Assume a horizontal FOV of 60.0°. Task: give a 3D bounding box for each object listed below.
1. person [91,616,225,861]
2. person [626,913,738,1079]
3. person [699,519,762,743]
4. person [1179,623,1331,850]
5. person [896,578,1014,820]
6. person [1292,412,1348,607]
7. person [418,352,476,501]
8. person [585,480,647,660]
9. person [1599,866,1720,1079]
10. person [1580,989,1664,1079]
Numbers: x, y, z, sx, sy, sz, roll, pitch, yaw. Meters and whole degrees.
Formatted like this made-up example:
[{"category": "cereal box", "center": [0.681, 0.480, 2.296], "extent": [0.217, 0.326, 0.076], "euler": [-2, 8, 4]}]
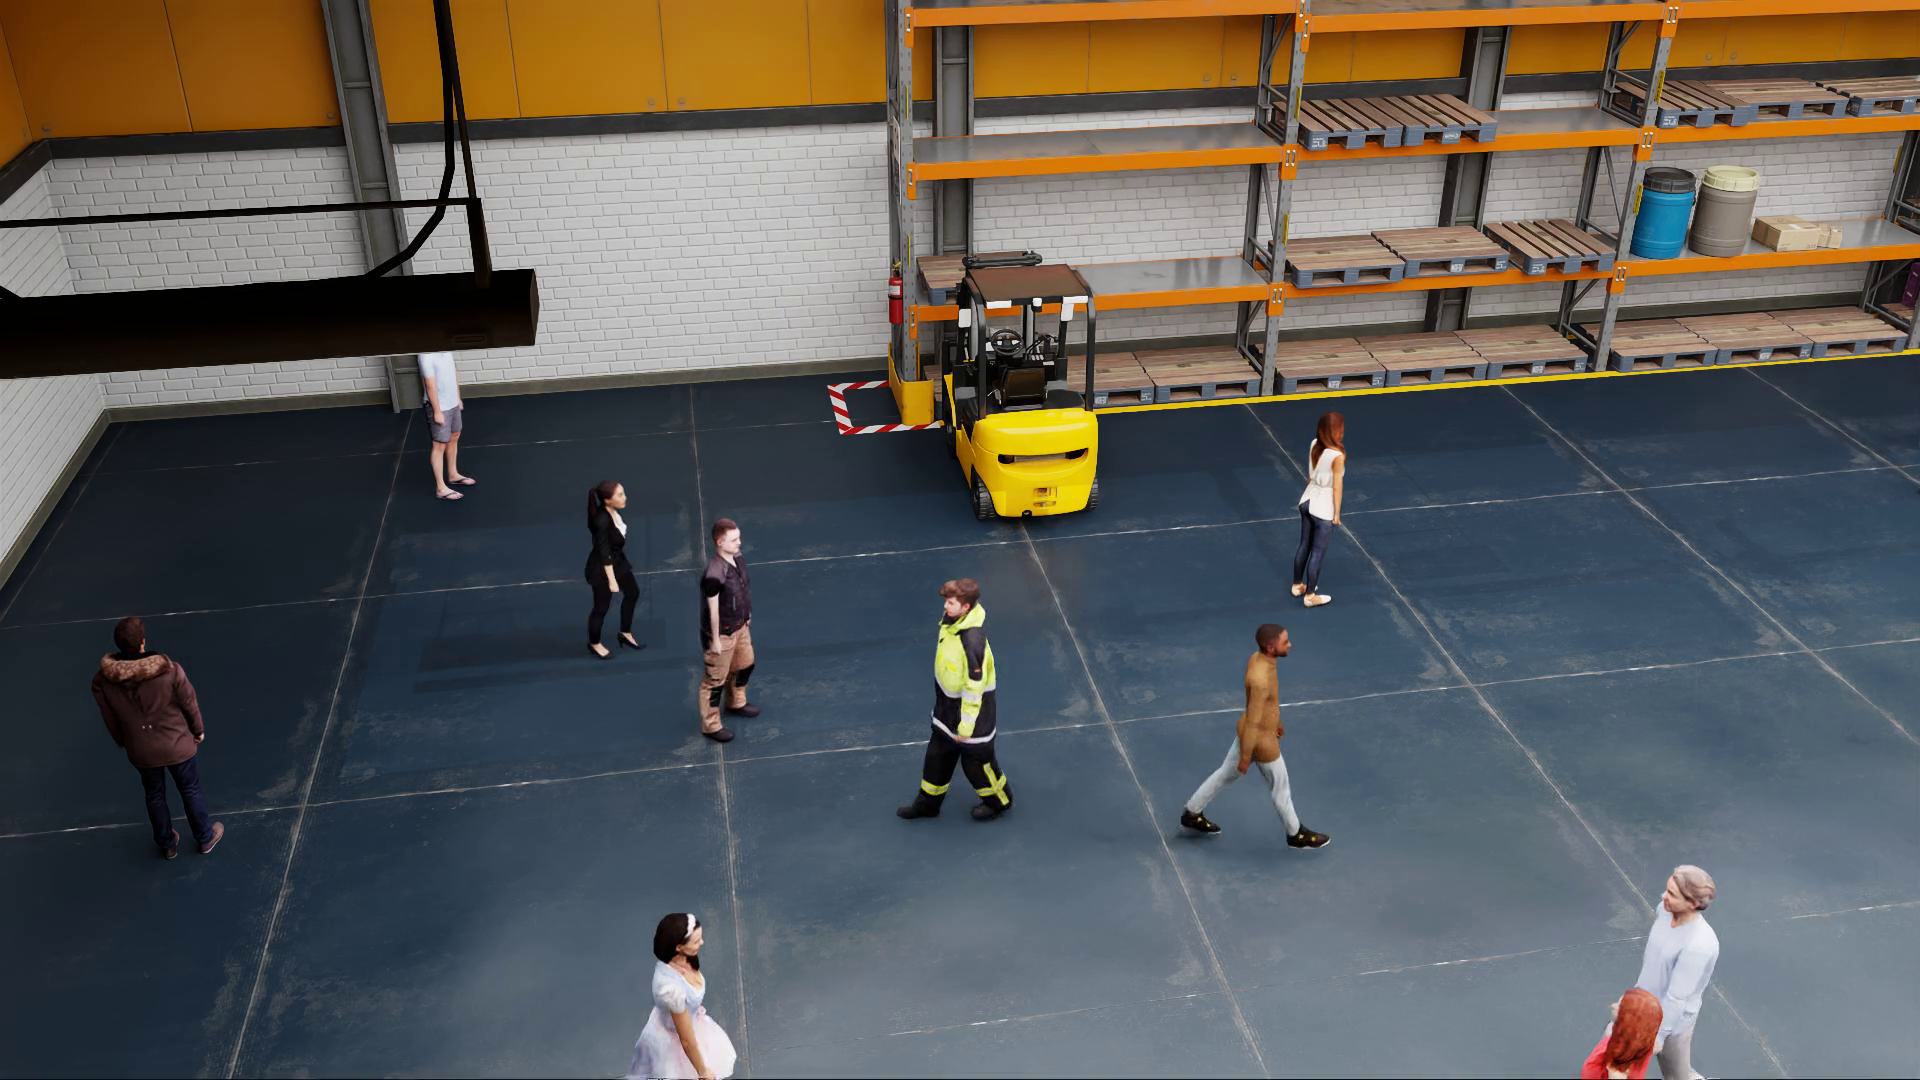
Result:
[{"category": "person", "center": [-5.382, 1.332, 11.166], "extent": [0.603, 1.847, 0.812], "euler": [-6, 29, -11]}, {"category": "person", "center": [-1.586, 2.701, 8.719], "extent": [0.837, 1.787, 0.738], "euler": [0, 29, 1]}, {"category": "person", "center": [-1.786, 0.636, 12.458], "extent": [0.782, 1.832, 0.791], "euler": [9, 30, 16]}, {"category": "person", "center": [1.901, 1.348, 11.225], "extent": [1.332, 1.763, 0.909], "euler": [3, 29, 5]}, {"category": "person", "center": [0.107, 1.120, 11.444], "extent": [1.131, 1.953, 0.912], "euler": [-10, 30, -17]}, {"category": "person", "center": [3.047, -0.273, 14.174], "extent": [0.600, 1.784, 0.625], "euler": [-13, 31, -22]}, {"category": "person", "center": [-4.998, -1.301, 16.012], "extent": [0.670, 1.829, 0.702], "euler": [6, 29, 10]}, {"category": "person", "center": [-2.917, 0.245, 13.385], "extent": [0.766, 1.631, 0.705], "euler": [2, 29, 4]}, {"category": "person", "center": [3.867, 2.549, 8.927], "extent": [1.264, 1.854, 0.778], "euler": [-1, 29, -2]}, {"category": "person", "center": [3.213, 2.927, 8.264], "extent": [0.712, 1.825, 0.648], "euler": [19, 34, 31]}]
